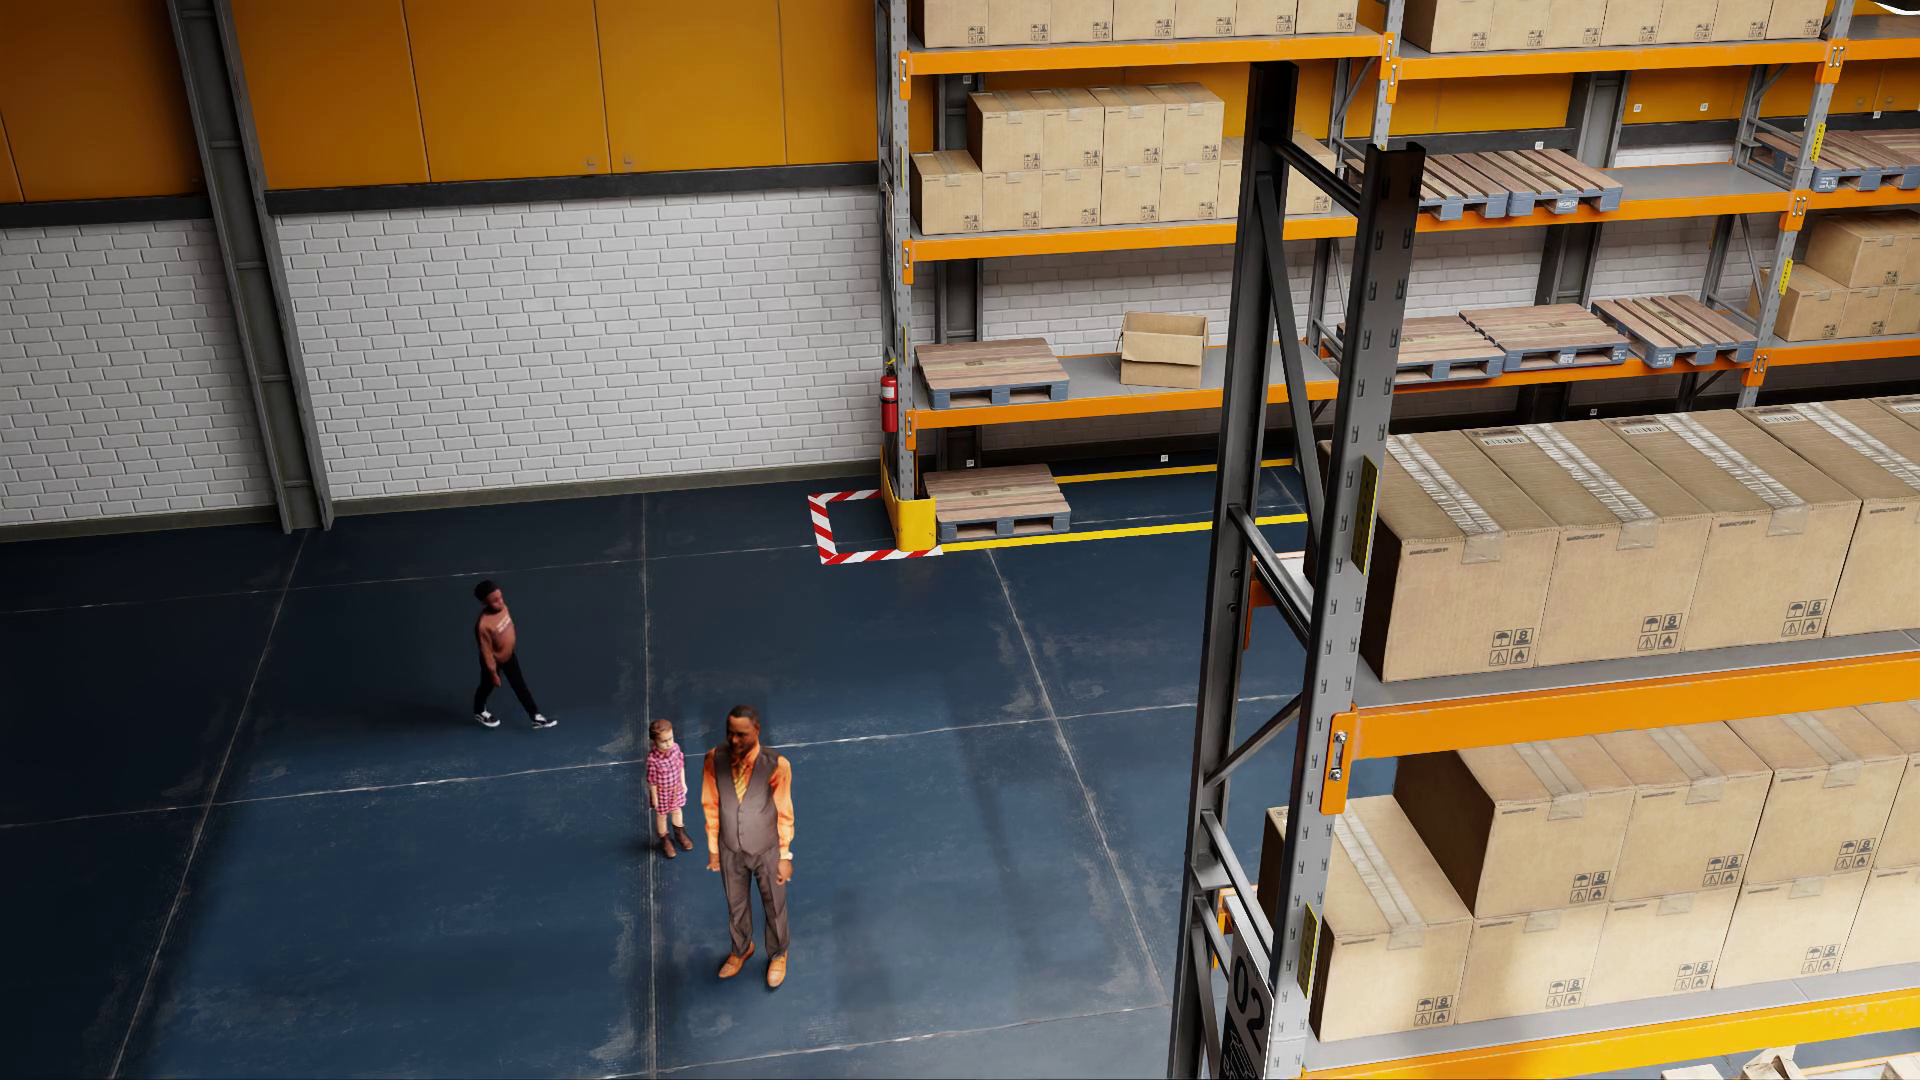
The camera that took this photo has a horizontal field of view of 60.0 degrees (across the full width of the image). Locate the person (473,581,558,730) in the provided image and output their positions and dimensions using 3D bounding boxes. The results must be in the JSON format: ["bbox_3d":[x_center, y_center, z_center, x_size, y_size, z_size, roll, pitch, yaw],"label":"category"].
[{"bbox_3d":[-3.401,0.851,12.035,0.992,1.218,0.821,10,30,18],"label":"person"}]

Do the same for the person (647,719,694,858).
[{"bbox_3d":[-1.909,1.594,10.876,0.480,1.021,0.554,-23,36,-36],"label":"person"}]

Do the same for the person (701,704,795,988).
[{"bbox_3d":[-1.209,1.755,9.656,0.691,1.908,0.839,6,29,11],"label":"person"}]
